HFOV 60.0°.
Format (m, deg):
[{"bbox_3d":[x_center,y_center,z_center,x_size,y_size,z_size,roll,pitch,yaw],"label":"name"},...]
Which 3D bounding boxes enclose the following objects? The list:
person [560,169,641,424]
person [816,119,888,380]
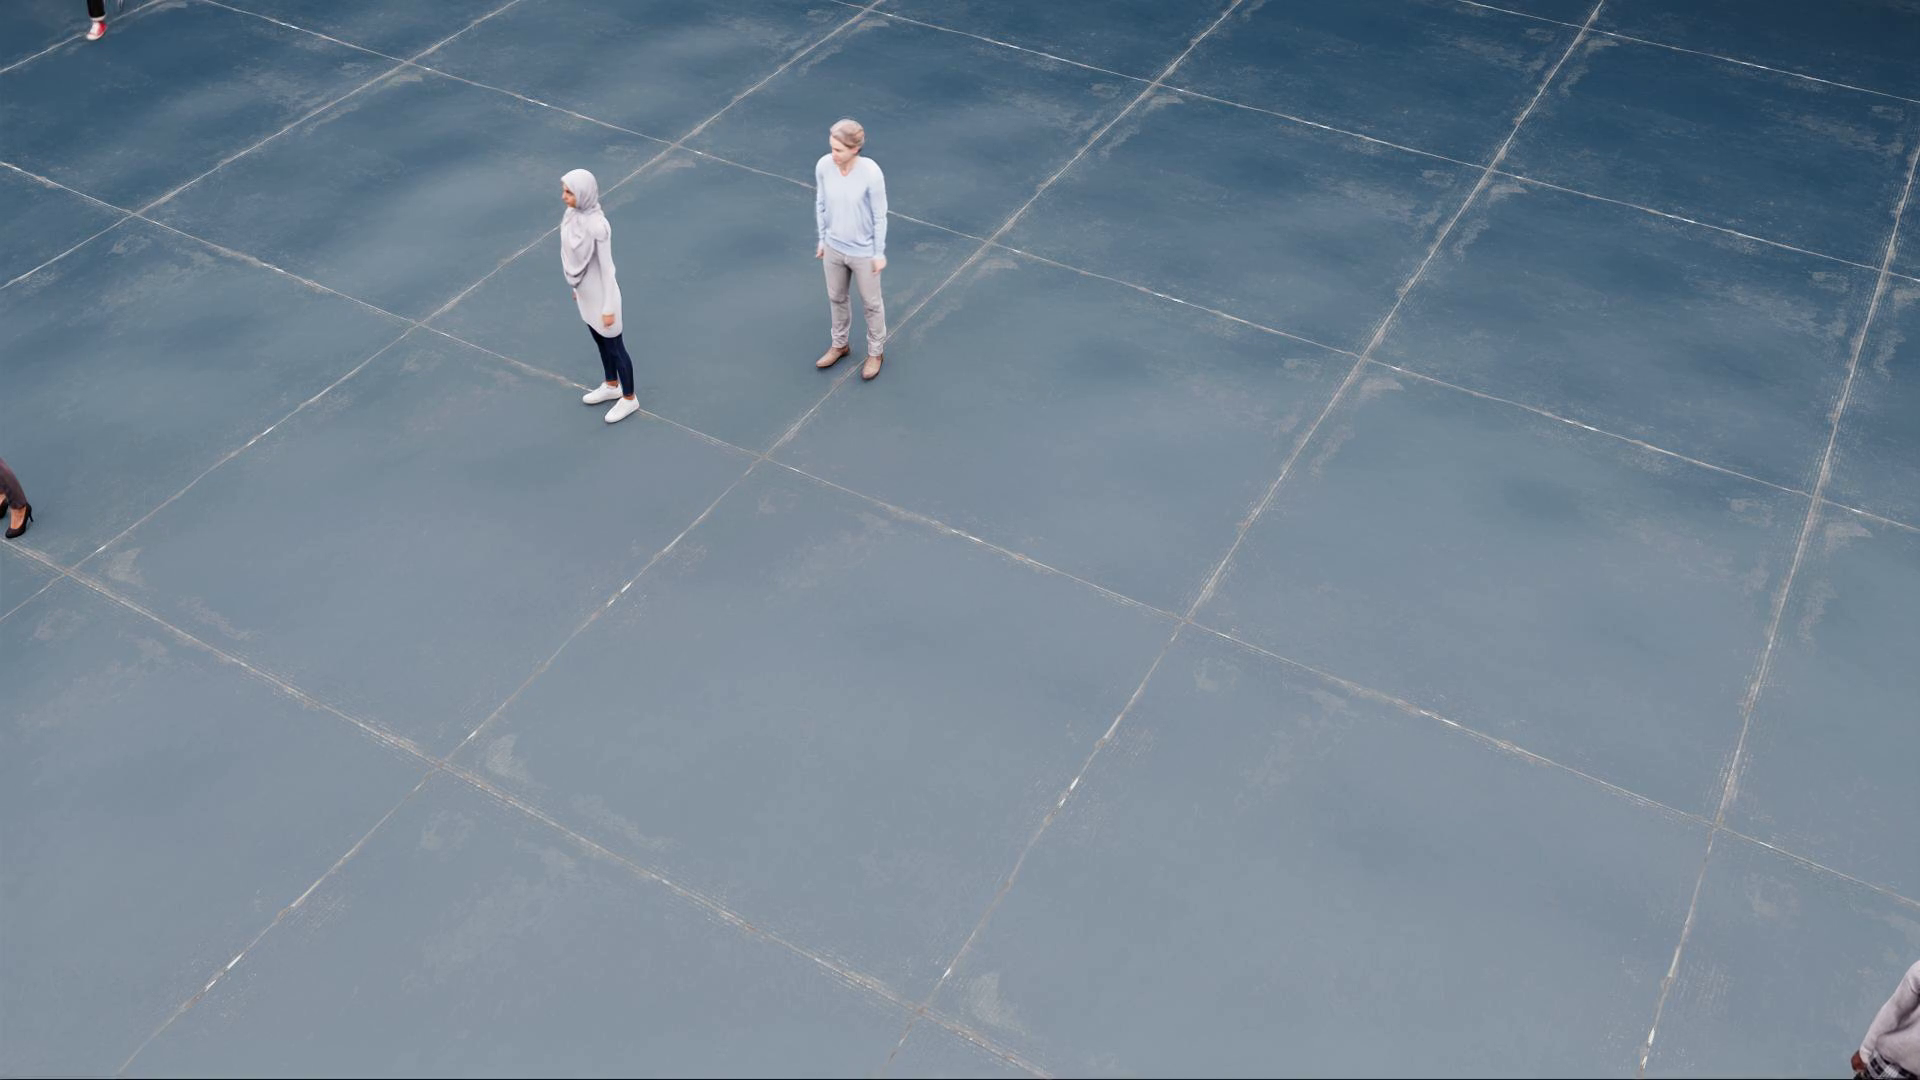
[{"bbox_3d":[-2.312,-1.565,10.629,0.648,1.775,0.680,-28,49,-28],"label":"person"},{"bbox_3d":[-0.705,-1.930,10.947,0.671,1.888,0.591,17,45,18],"label":"person"}]
